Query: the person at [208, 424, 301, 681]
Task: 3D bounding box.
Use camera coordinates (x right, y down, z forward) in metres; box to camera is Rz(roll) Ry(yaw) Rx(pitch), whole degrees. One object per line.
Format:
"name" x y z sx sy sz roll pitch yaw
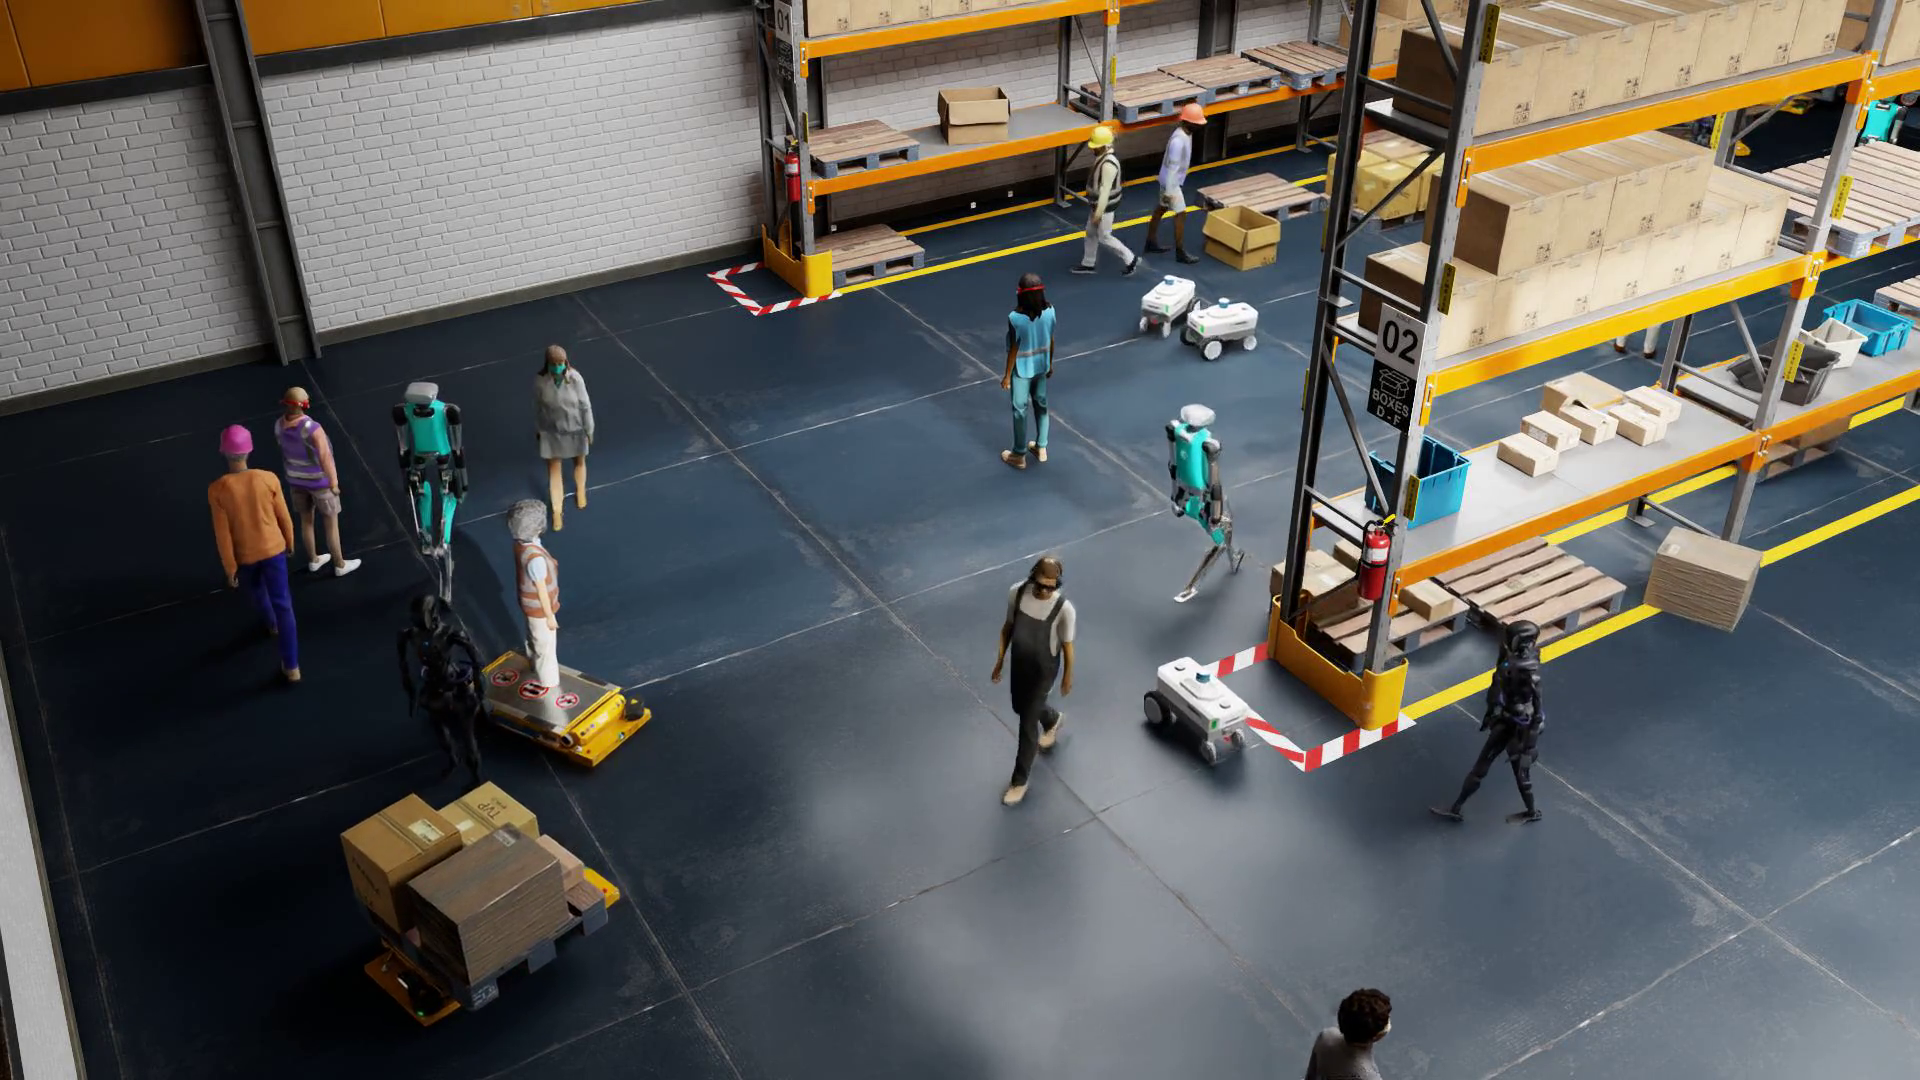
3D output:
"person" -5.240 0.061 12.432 0.529 1.919 1.060 -12 34 -19

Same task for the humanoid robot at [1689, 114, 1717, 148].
"humanoid robot" 9.433 -5.097 20.886 0.601 1.641 0.397 -3 32 -4

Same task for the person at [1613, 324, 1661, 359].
"person" 7.086 -2.782 17.030 0.571 1.865 0.393 16 35 24

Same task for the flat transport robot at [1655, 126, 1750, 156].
"flat transport robot" 9.994 -5.459 22.789 1.431 0.231 0.659 0 32 0

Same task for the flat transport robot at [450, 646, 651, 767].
"flat transport robot" -3.034 1.198 12.173 1.431 0.231 0.659 17 36 25

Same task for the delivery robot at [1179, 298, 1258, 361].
"delivery robot" 2.716 -2.225 17.363 0.783 0.595 0.499 -13 34 -19

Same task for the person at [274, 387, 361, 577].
"person" -5.257 -0.466 13.493 0.479 1.687 0.346 11 34 17

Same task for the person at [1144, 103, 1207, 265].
"person" 2.479 -4.113 19.137 0.696 1.881 0.543 7 33 12

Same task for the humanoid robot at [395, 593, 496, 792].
"humanoid robot" -3.427 1.014 11.155 0.611 1.636 0.539 2 32 4

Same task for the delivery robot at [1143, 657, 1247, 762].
"delivery robot" 1.723 1.165 11.940 0.499 0.576 0.768 -18 36 -26

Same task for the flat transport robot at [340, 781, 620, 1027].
"flat transport robot" -2.878 2.385 10.280 0.659 0.231 1.431 25 40 34

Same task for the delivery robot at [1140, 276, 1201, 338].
"delivery robot" 2.237 -2.557 17.875 0.499 0.576 0.768 19 37 27

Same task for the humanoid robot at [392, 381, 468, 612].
"humanoid robot" -4.203 -0.282 13.181 0.553 1.792 0.935 -2 32 -3

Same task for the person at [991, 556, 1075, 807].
"person" 0.523 0.864 11.277 0.515 1.800 0.869 24 39 33

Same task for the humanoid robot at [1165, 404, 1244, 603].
"humanoid robot" 2.077 -0.359 13.300 0.939 1.786 0.553 -24 39 -32

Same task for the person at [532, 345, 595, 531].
"person" -3.376 -0.882 14.202 0.515 1.621 0.813 -6 33 -9

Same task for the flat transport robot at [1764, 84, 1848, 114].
"flat transport robot" 12.426 -6.605 24.617 0.659 0.231 1.431 27 41 36

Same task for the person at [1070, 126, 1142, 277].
"person" 1.675 -3.790 18.691 0.728 1.794 0.597 -2 32 -4

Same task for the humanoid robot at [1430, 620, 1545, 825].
"humanoid robot" 3.568 1.239 10.824 0.771 1.625 0.613 -6 33 -10

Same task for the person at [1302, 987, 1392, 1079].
"person" 1.807 2.891 7.995 1.007 1.849 0.536 -9 33 -14

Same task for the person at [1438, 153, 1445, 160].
"person" 6.482 -5.817 21.887 0.376 1.840 0.562 22 38 30

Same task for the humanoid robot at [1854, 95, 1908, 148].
"humanoid robot" 10.731 -4.466 19.730 0.530 1.696 0.743 21 38 29

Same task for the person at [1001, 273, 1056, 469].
"person" 0.624 -1.526 15.014 0.538 1.865 0.379 -19 37 -27

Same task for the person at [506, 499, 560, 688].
"person" -3.028 0.459 12.011 0.306 1.689 0.437 -16 35 -24
